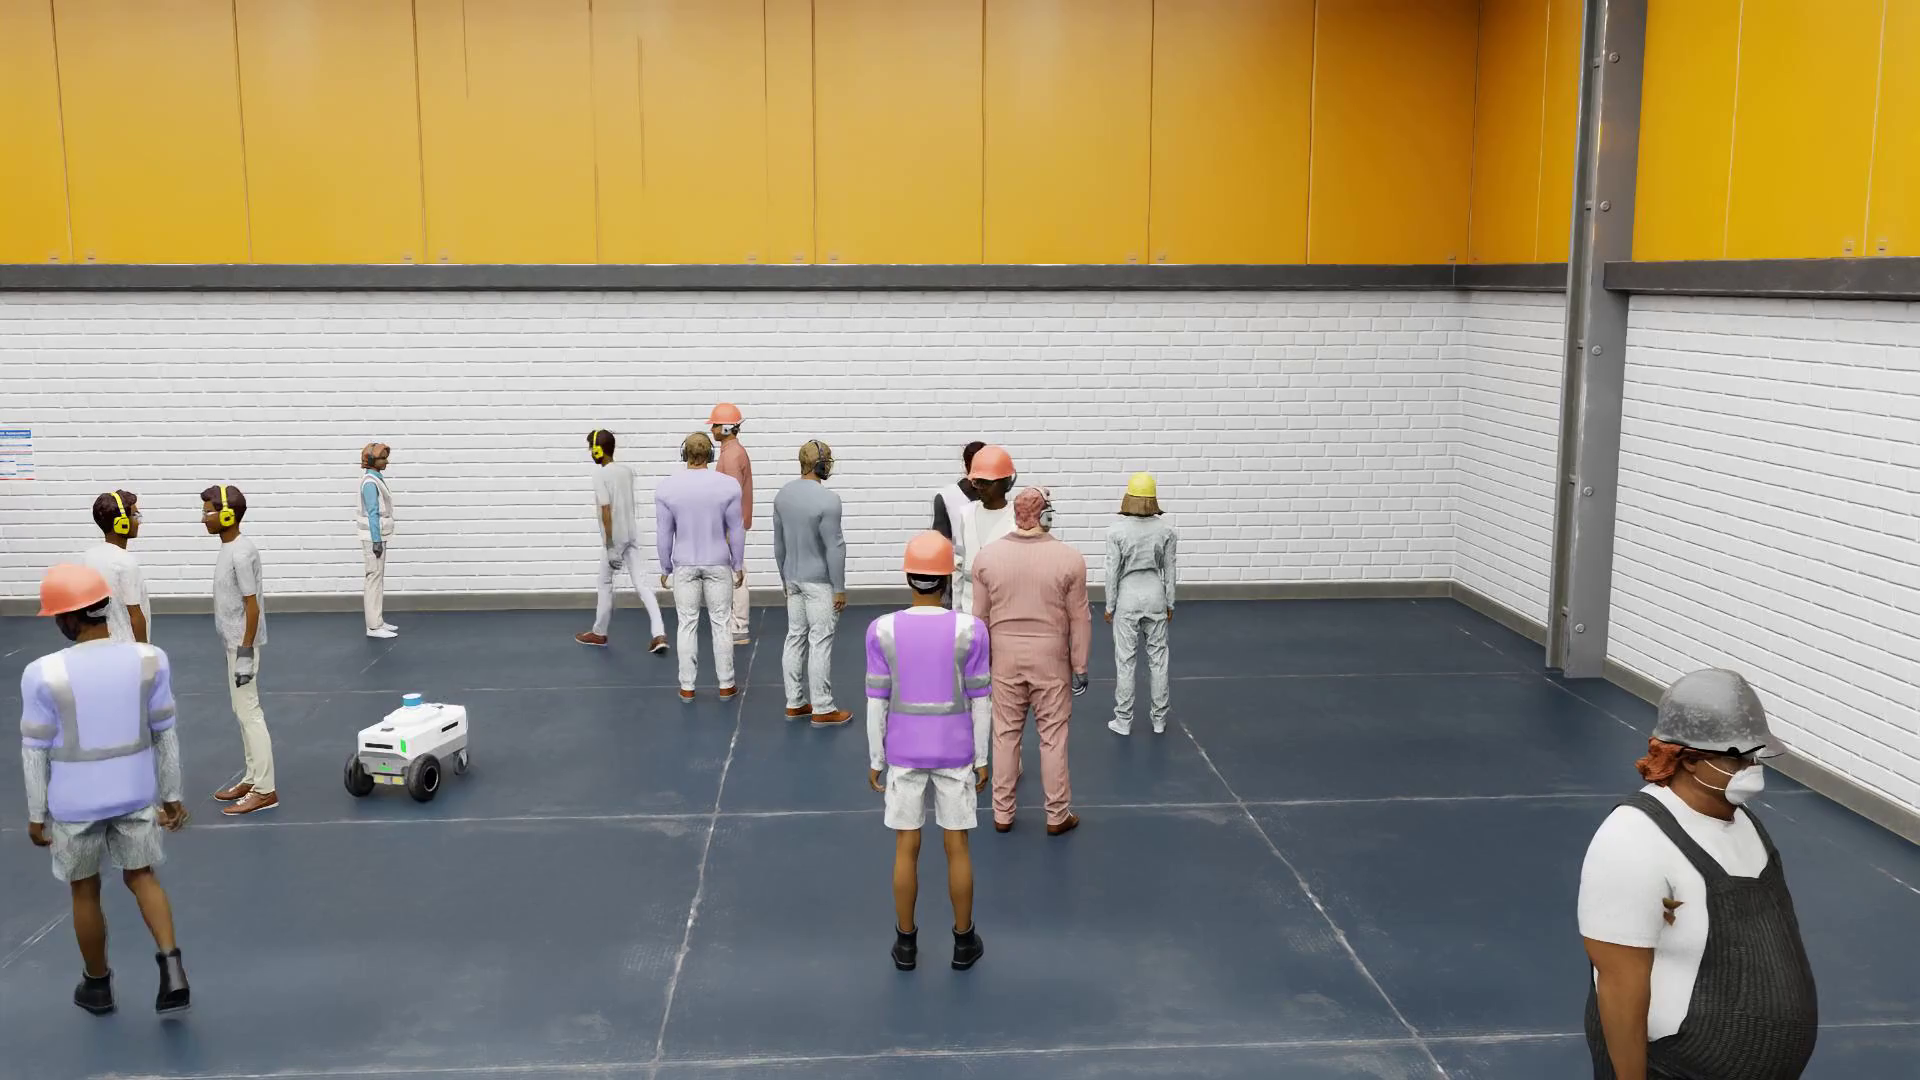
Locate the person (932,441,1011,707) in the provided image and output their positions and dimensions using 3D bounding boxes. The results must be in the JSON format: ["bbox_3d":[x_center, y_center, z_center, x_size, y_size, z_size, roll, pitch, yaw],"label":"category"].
[{"bbox_3d":[0.084,0.251,11.583,0.630,1.899,0.439,-6,11,-33],"label":"person"}]

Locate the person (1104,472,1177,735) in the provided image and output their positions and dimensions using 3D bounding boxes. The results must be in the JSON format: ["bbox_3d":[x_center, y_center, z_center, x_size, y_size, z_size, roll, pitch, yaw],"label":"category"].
[{"bbox_3d":[1.188,0.420,11.013,0.490,1.744,0.295,-1,9,-9],"label":"person"}]

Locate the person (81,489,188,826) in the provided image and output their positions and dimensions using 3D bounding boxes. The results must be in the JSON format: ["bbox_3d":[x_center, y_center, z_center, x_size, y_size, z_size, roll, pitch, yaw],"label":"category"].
[{"bbox_3d":[-4.574,0.655,9.138,0.514,1.873,0.329,6,11,33],"label":"person"}]

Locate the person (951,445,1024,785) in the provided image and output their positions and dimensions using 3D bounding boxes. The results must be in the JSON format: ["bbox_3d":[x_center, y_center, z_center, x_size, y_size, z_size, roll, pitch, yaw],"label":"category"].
[{"bbox_3d":[0.188,0.446,9.910,0.605,2.043,0.388,6,11,35],"label":"person"}]

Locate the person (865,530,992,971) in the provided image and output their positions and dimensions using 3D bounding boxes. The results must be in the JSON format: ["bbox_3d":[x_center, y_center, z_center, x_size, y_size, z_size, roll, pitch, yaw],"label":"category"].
[{"bbox_3d":[-0.134,0.920,7.261,0.544,1.939,0.372,1,9,4],"label":"person"}]

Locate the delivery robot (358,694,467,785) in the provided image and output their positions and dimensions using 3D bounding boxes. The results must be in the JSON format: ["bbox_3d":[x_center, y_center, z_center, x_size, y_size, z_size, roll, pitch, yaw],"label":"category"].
[{"bbox_3d":[-3.228,1.153,9.833,0.477,0.478,0.707,2,9,14],"label":"delivery robot"}]

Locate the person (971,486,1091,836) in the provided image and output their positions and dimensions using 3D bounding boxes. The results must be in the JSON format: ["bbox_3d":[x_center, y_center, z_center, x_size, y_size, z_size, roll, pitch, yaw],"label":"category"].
[{"bbox_3d":[0.394,0.654,9.037,0.651,1.904,0.404,2,9,14],"label":"person"}]

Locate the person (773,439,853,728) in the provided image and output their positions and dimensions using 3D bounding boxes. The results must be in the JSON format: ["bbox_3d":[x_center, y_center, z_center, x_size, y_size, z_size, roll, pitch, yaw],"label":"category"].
[{"bbox_3d":[-0.997,0.289,11.222,0.635,1.937,0.354,9,13,44],"label":"person"}]

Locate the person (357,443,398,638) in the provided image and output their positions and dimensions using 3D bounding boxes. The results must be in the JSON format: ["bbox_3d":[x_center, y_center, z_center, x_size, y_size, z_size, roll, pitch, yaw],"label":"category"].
[{"bbox_3d":[-4.901,0.000,13.980,0.310,1.636,0.523,-3,9,-16],"label":"person"}]

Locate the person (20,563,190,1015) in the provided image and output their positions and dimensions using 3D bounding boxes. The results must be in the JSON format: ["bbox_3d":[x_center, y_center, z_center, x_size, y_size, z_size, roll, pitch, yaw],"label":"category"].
[{"bbox_3d":[-3.447,1.024,6.699,0.637,1.908,0.569,9,13,44],"label":"person"}]

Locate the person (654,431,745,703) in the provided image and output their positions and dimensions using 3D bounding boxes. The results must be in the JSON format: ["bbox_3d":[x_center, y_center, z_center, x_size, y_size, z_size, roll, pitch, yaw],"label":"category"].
[{"bbox_3d":[-1.839,0.193,11.821,0.627,1.940,0.370,-1,9,-5],"label":"person"}]

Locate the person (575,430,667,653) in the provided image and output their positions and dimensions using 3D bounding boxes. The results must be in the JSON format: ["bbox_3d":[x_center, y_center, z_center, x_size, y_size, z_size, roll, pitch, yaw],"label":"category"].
[{"bbox_3d":[-2.729,0.023,13.381,0.997,1.807,0.543,5,10,30],"label":"person"}]

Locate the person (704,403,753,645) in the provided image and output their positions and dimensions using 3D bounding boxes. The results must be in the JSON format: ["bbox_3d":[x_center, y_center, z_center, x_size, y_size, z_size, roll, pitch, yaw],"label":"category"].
[{"bbox_3d":[-1.895,-0.135,13.708,0.382,1.995,0.612,-1,9,-7],"label":"person"}]

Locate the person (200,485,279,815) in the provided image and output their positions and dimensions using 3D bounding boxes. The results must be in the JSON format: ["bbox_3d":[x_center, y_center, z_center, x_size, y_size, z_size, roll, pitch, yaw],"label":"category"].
[{"bbox_3d":[-4.092,0.617,9.410,0.313,1.859,0.538,-5,10,-30],"label":"person"}]
